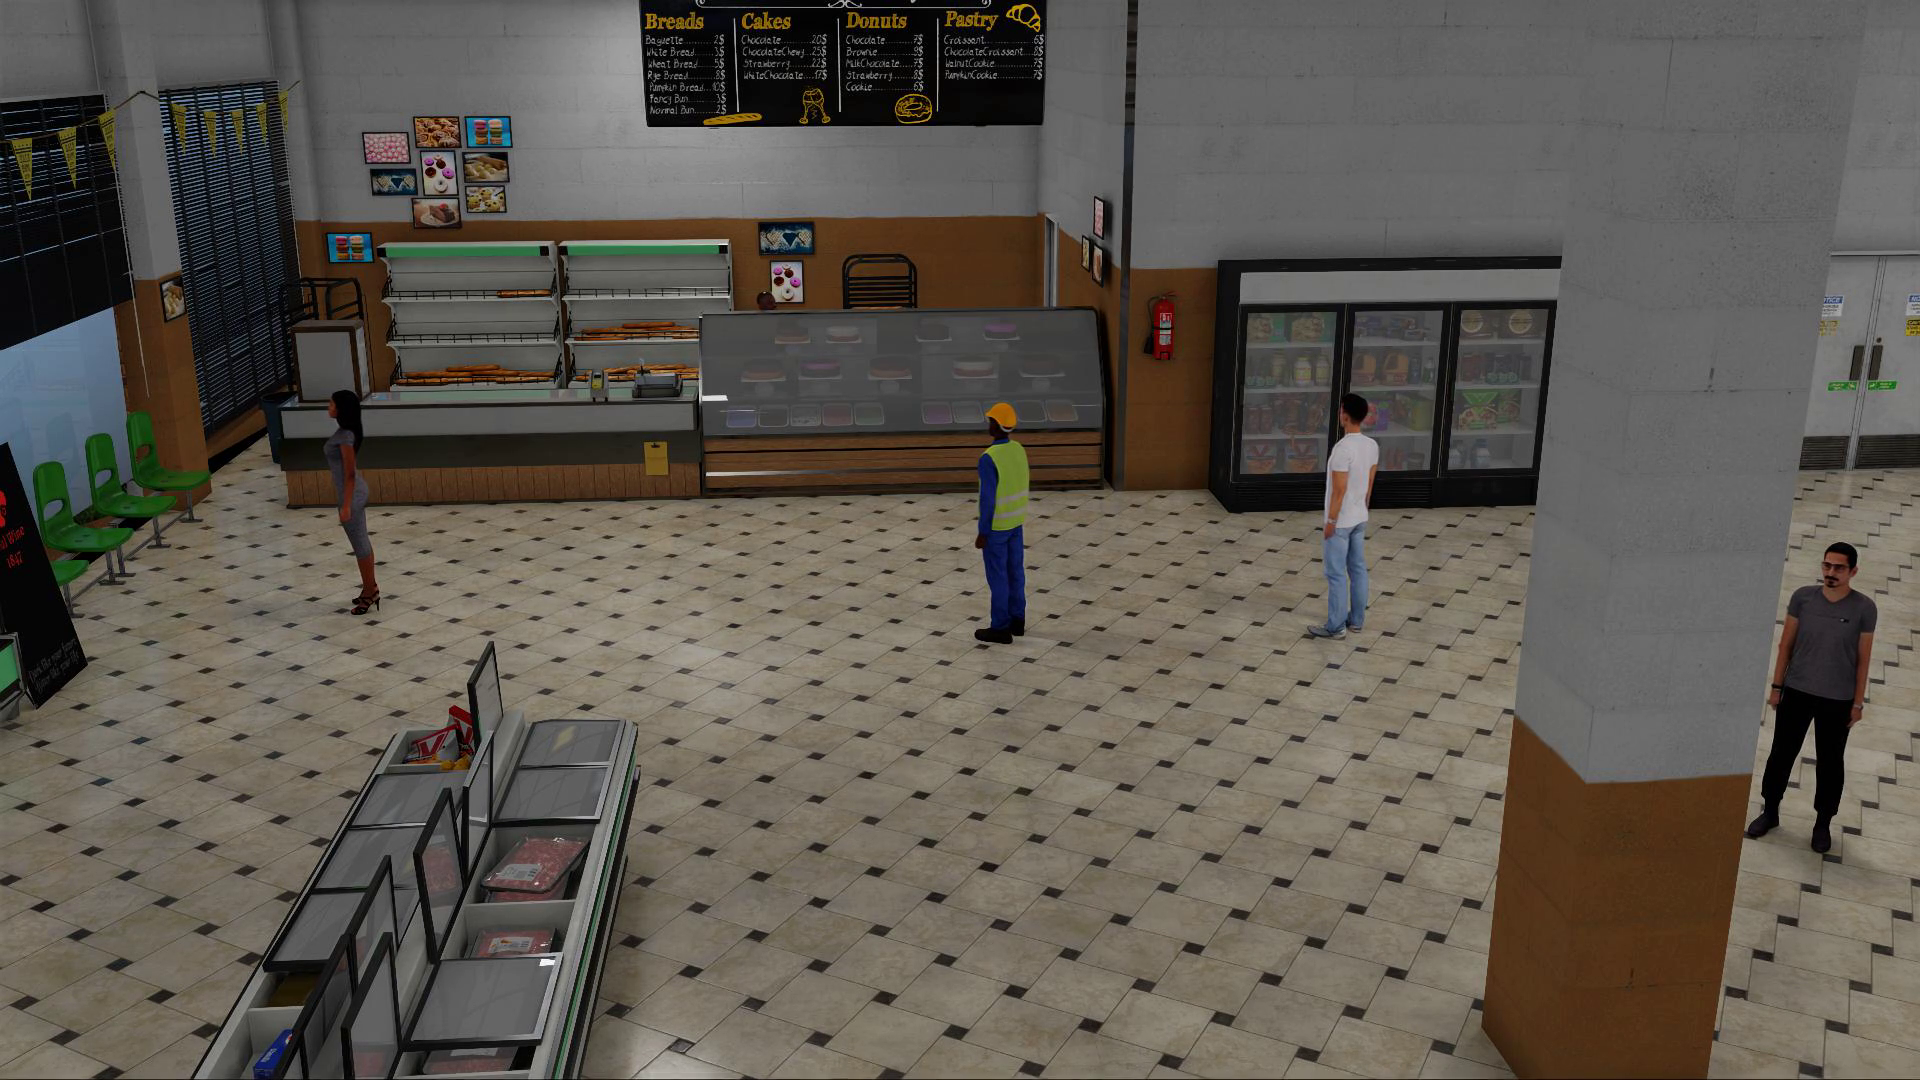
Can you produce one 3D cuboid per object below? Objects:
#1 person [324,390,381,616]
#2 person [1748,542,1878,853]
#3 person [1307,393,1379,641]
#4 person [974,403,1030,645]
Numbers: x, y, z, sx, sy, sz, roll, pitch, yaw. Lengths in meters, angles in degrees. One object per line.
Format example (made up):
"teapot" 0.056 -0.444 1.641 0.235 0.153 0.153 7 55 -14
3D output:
"person" -4.748 -0.303 13.032 0.670 1.781 0.492 -4 17 -12
"person" 4.792 0.850 9.282 0.702 1.754 0.745 12 20 34
"person" 2.899 -0.176 12.476 0.750 1.861 0.770 -15 22 -40
"person" 0.308 -0.131 12.415 0.803 1.812 0.738 13 21 36
